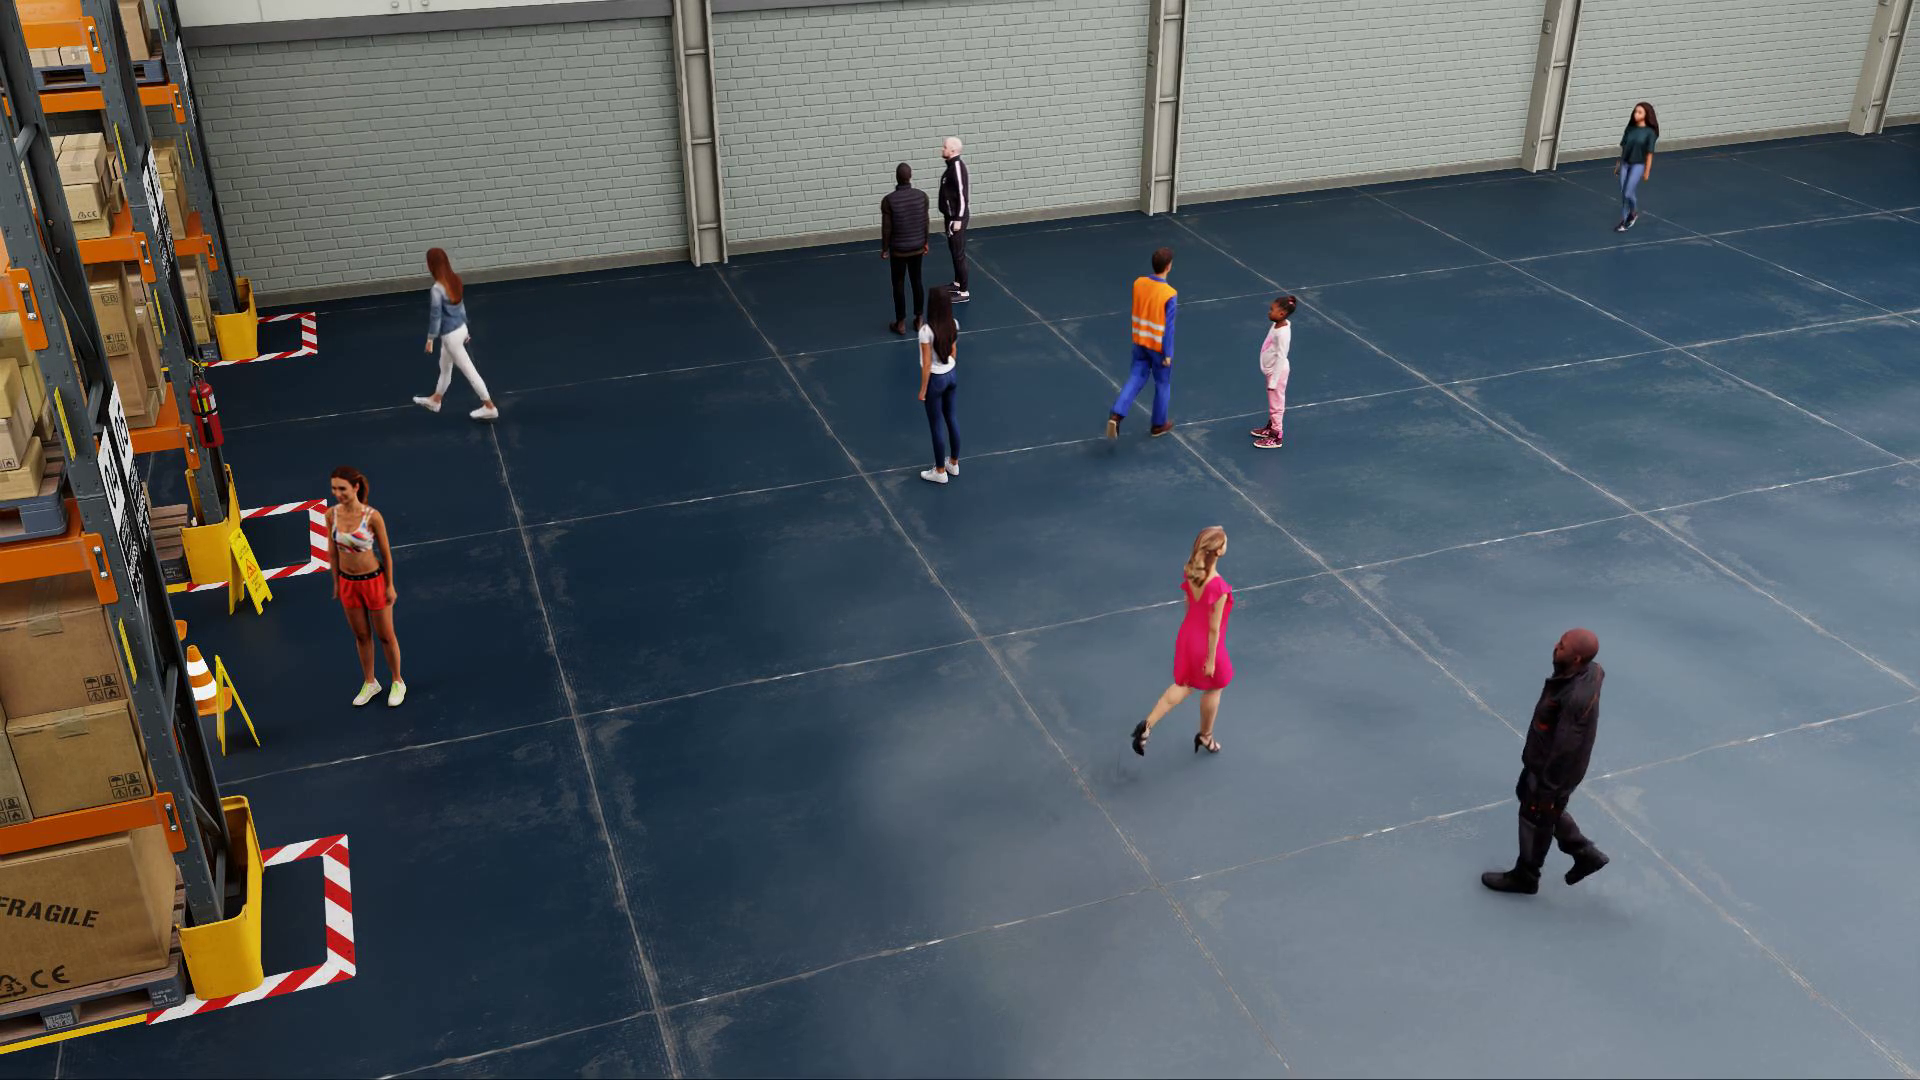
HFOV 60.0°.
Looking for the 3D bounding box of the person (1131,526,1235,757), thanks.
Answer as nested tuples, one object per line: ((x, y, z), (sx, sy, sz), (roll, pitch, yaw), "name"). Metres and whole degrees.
((1.463, 0.709, 10.618), (0.959, 1.702, 0.649), (-14, 31, -25), "person")

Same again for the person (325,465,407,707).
((-4.031, 0.303, 11.284), (0.632, 1.791, 0.729), (3, 28, 6), "person")

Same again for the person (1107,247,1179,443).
((1.677, -1.726, 15.040), (1.018, 1.844, 1.228), (25, 37, 38), "person")

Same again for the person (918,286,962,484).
((-0.167, -1.353, 14.413), (0.725, 1.774, 0.609), (22, 35, 35), "person")

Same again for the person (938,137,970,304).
((-0.041, -3.573, 18.516), (0.649, 1.835, 0.729), (-4, 28, -7), "person")

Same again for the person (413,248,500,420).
((-4.646, -1.874, 15.520), (1.177, 1.653, 0.941), (2, 28, 5), "person")

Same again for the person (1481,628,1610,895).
((3.464, 1.290, 9.410), (1.065, 1.812, 0.996), (11, 30, 19), "person")

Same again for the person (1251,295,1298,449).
((2.883, -1.552, 15.140), (0.624, 1.441, 0.620), (2, 28, 4), "person")

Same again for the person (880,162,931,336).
((-0.573, -3.092, 17.613), (0.494, 1.835, 0.749), (-10, 30, -18), "person")

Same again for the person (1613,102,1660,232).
((8.476, -4.676, 20.833), (0.683, 1.605, 0.655), (-18, 33, -31), "person")
